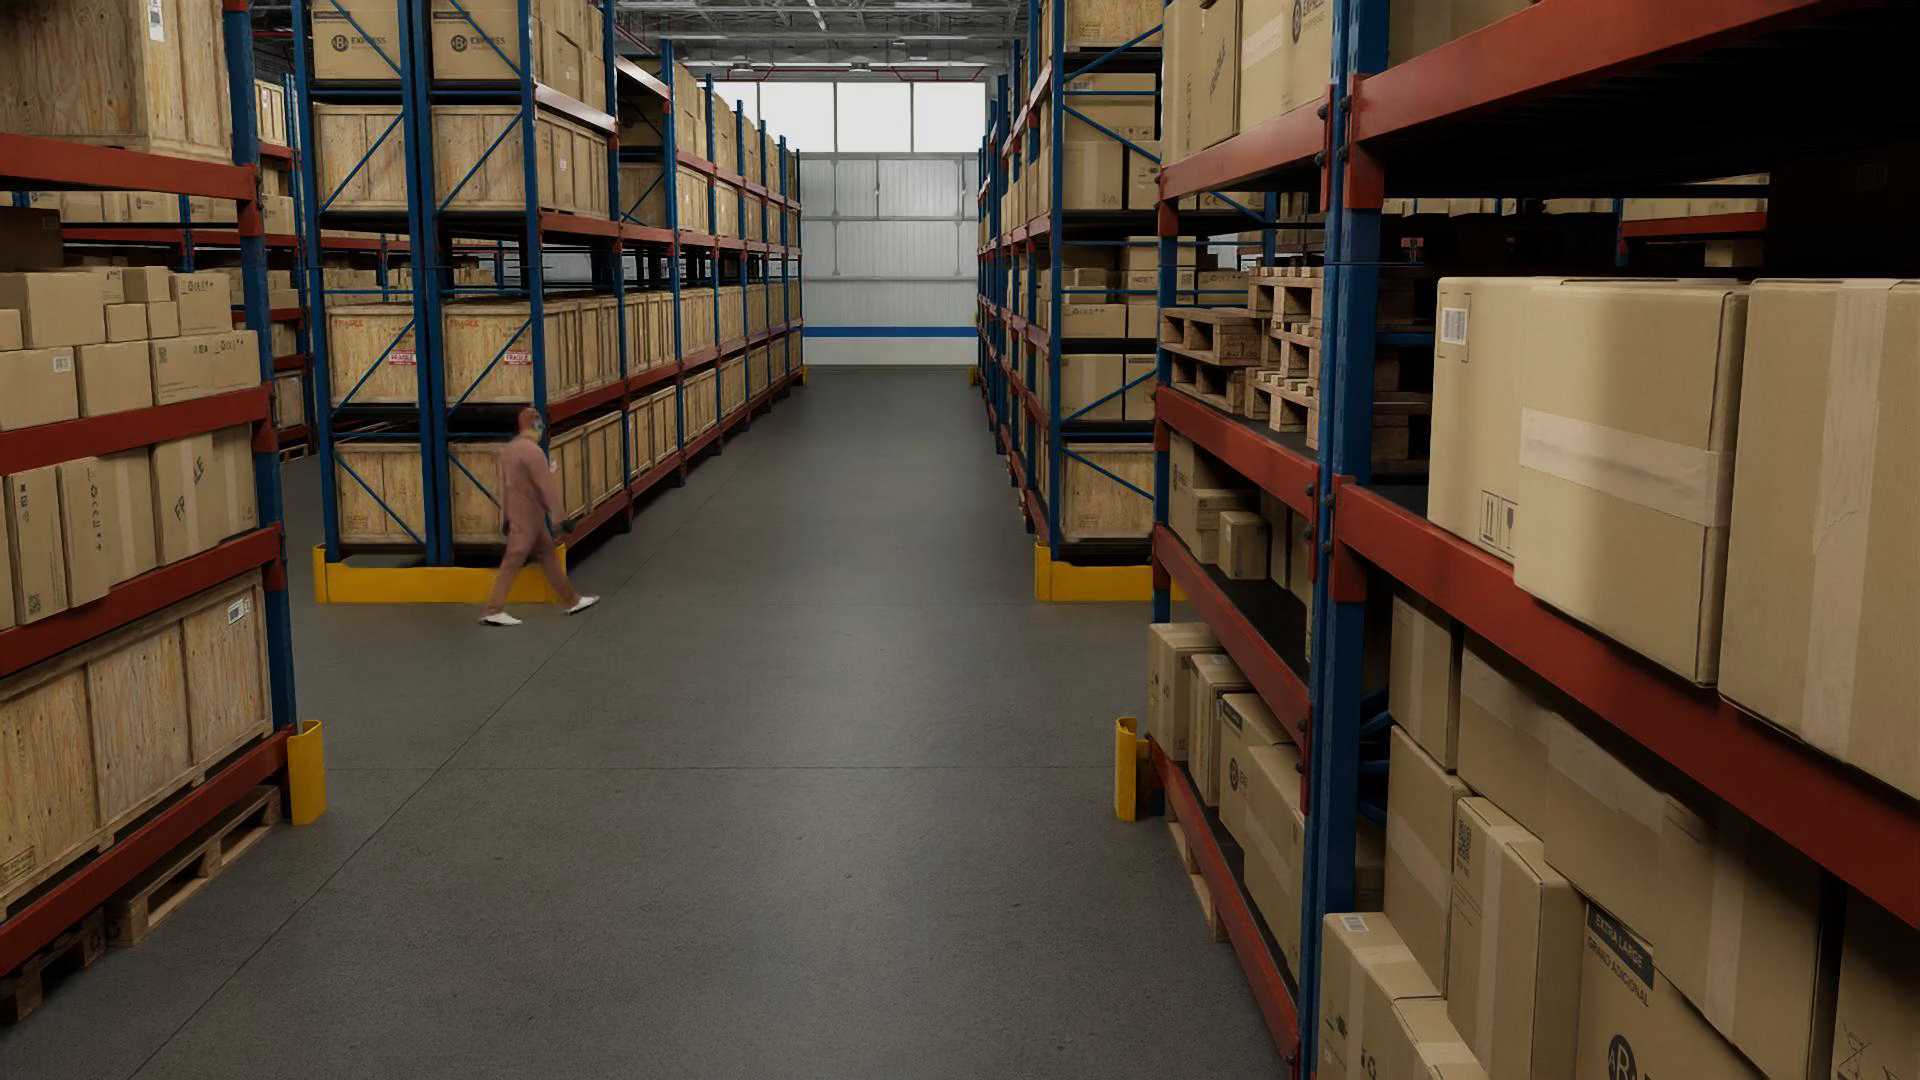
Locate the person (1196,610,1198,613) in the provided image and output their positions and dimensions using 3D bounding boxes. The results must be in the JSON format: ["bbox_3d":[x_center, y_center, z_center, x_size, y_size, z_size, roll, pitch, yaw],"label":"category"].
[{"bbox_3d":[2.340,-0.229,14.478,0.464,1.827,0.648,0,9,0],"label":"person"}]

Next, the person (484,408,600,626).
[{"bbox_3d":[-3.649,-0.203,14.276,1.045,1.836,0.658,-5,10,-26],"label":"person"}]
